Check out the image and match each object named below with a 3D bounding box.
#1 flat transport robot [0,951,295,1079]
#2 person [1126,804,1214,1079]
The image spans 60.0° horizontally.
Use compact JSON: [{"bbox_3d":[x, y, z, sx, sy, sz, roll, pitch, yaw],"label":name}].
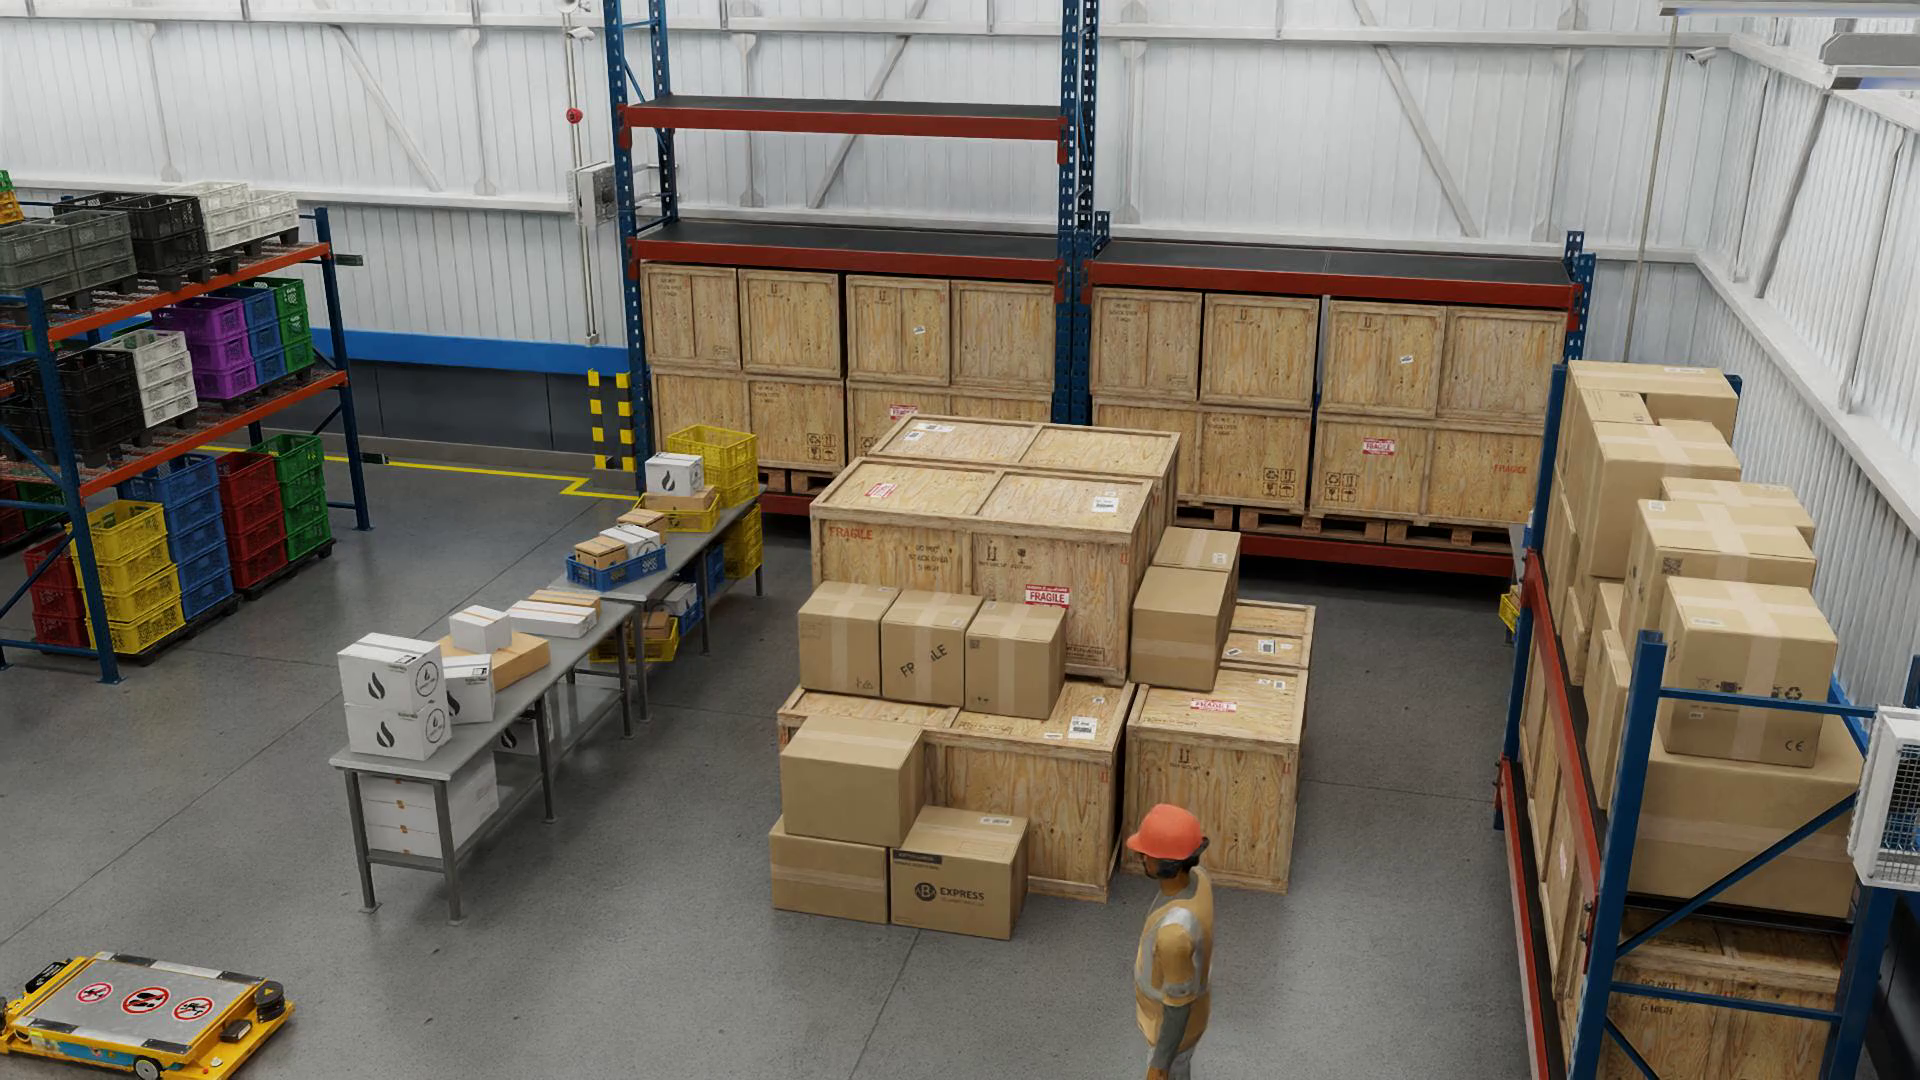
[{"bbox_3d":[-4.270,2.464,8.601,1.431,0.231,0.659,5,22,13],"label":"flat transport robot"},{"bbox_3d":[0.878,2.057,7.183,0.388,2.040,0.613,5,21,13],"label":"person"}]
